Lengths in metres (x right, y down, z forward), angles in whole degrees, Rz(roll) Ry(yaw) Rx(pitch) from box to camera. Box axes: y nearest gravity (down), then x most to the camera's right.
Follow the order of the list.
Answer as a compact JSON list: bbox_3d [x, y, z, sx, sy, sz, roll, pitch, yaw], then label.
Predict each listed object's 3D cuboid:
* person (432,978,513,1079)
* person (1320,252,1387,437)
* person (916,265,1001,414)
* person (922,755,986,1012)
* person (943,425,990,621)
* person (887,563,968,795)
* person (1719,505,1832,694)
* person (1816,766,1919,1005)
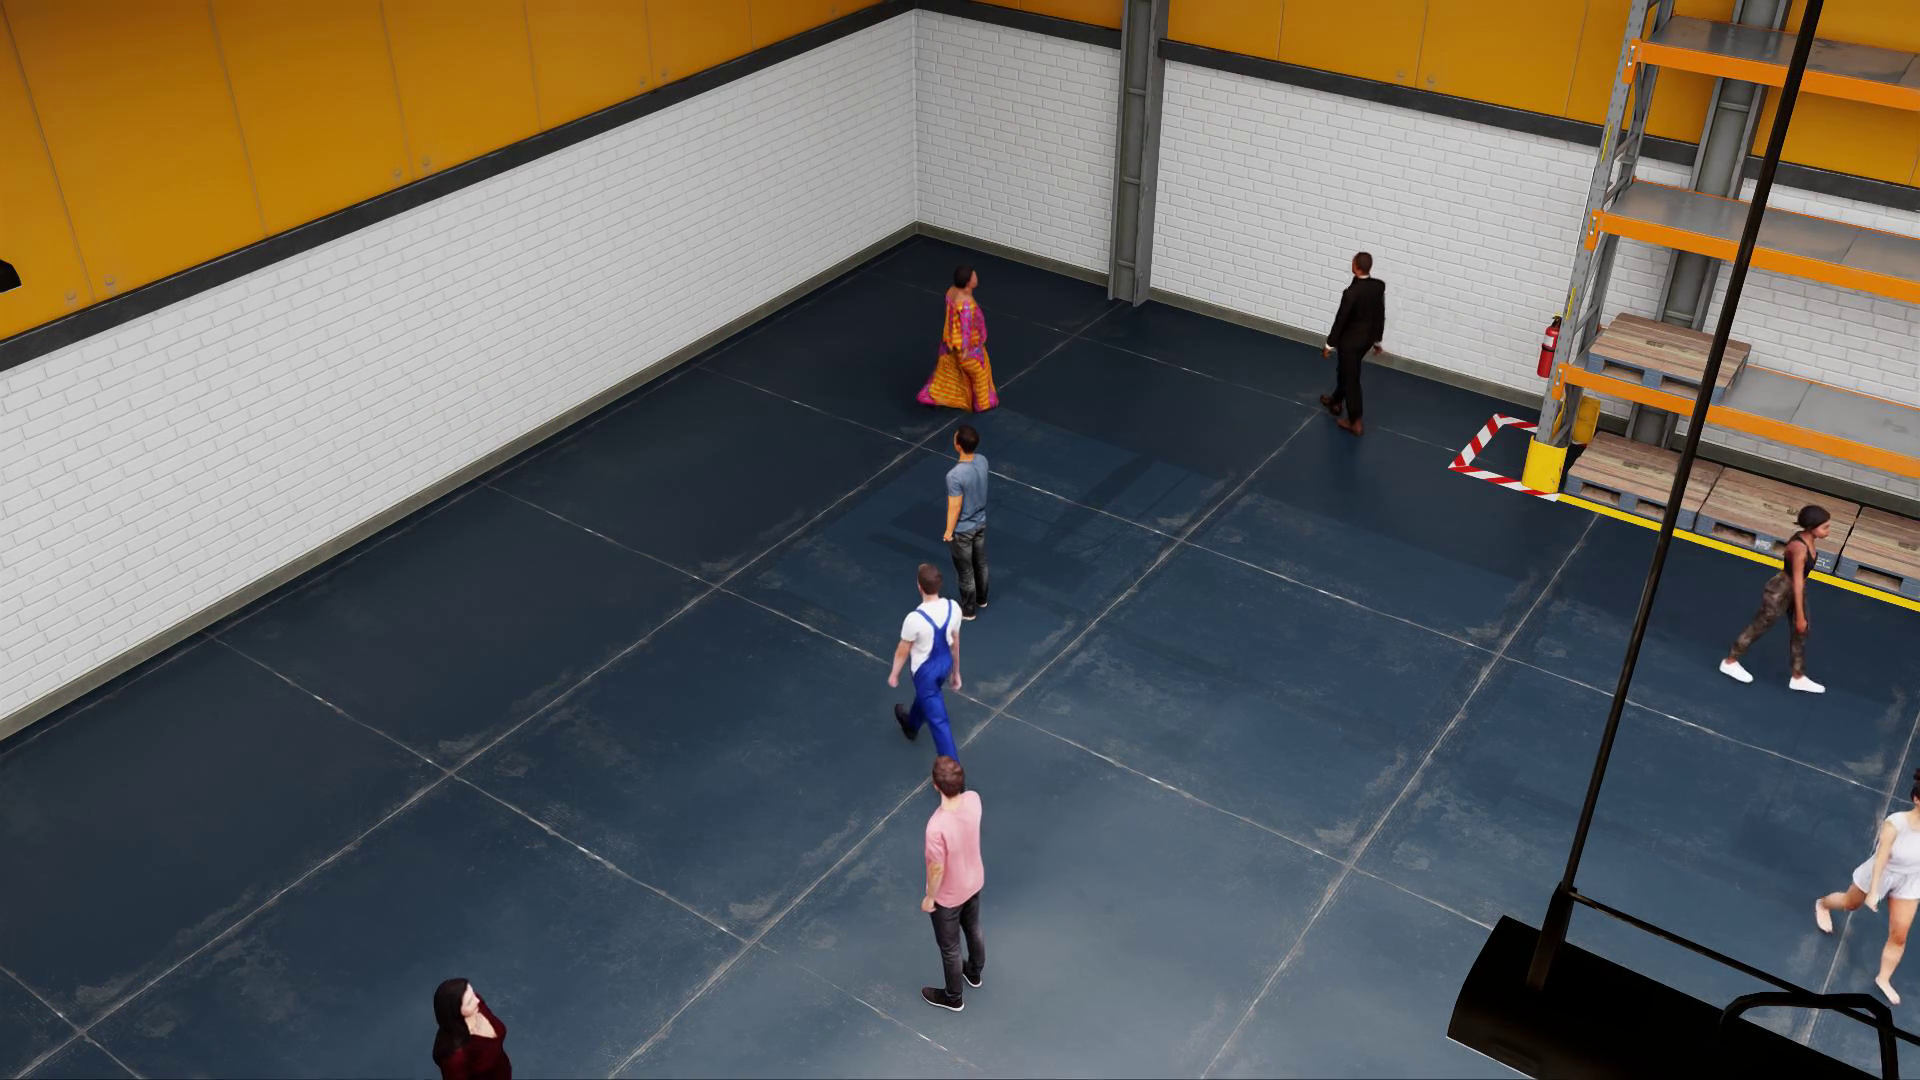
[{"bbox_3d":[-2.730,3.032,9.156,1.141,1.728,1.048,-3,34,-5],"label":"person"},{"bbox_3d":[3.977,-1.910,16.447,0.951,1.887,1.098,-20,39,-27],"label":"person"},{"bbox_3d":[-0.037,-2.028,16.822,1.079,1.667,1.157,-14,36,-20],"label":"person"},{"bbox_3d":[-0.028,2.128,10.304,0.539,1.961,0.622,23,40,30],"label":"person"},{"bbox_3d":[0.066,-0.150,13.869,0.530,1.810,0.641,23,40,30],"label":"person"},{"bbox_3d":[-0.162,1.050,12.081,0.961,1.790,1.348,-21,39,-28],"label":"person"},{"bbox_3d":[6.398,0.437,13.116,1.005,1.666,0.627,26,41,33],"label":"person"},{"bbox_3d":[5.912,2.121,10.668,1.052,1.570,1.028,-1,34,-1],"label":"person"}]
